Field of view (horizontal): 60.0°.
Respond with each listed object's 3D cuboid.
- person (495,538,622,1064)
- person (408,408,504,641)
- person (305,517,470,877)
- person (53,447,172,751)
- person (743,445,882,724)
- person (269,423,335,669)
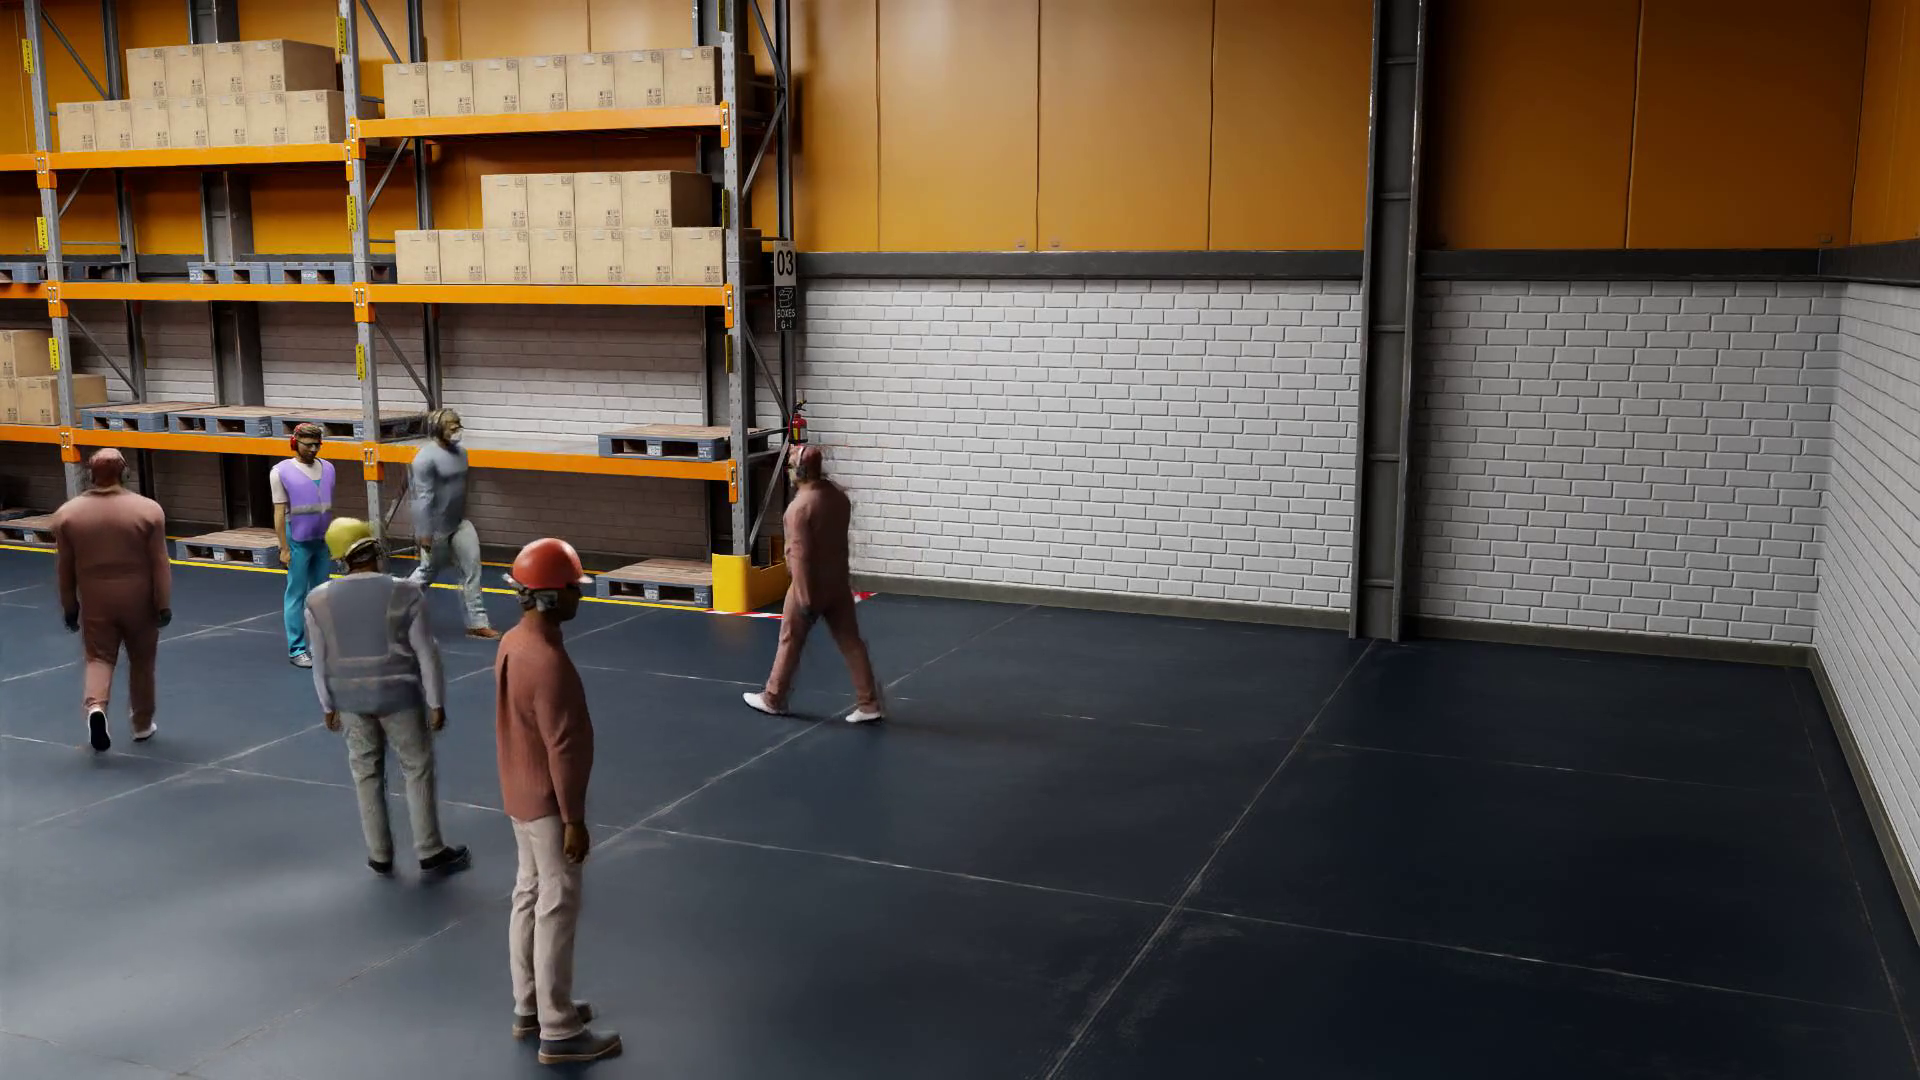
[{"bbox_3d":[-1.553,0.980,6.343,0.393,1.992,0.621,-6,11,-31],"label":"person"},{"bbox_3d":[-4.199,-0.126,13.381,0.987,1.897,0.631,4,10,21],"label":"person"},{"bbox_3d":[-2.850,0.776,8.219,0.671,1.798,0.406,-1,9,-3],"label":"person"},{"bbox_3d":[-5.241,0.376,10.318,0.646,1.889,0.722,-3,10,-16],"label":"person"},{"bbox_3d":[-0.949,0.297,10.949,1.046,1.849,0.647,6,11,34],"label":"person"},{"bbox_3d":[-4.933,0.030,12.576,0.389,1.837,0.563,4,10,25],"label":"person"}]
